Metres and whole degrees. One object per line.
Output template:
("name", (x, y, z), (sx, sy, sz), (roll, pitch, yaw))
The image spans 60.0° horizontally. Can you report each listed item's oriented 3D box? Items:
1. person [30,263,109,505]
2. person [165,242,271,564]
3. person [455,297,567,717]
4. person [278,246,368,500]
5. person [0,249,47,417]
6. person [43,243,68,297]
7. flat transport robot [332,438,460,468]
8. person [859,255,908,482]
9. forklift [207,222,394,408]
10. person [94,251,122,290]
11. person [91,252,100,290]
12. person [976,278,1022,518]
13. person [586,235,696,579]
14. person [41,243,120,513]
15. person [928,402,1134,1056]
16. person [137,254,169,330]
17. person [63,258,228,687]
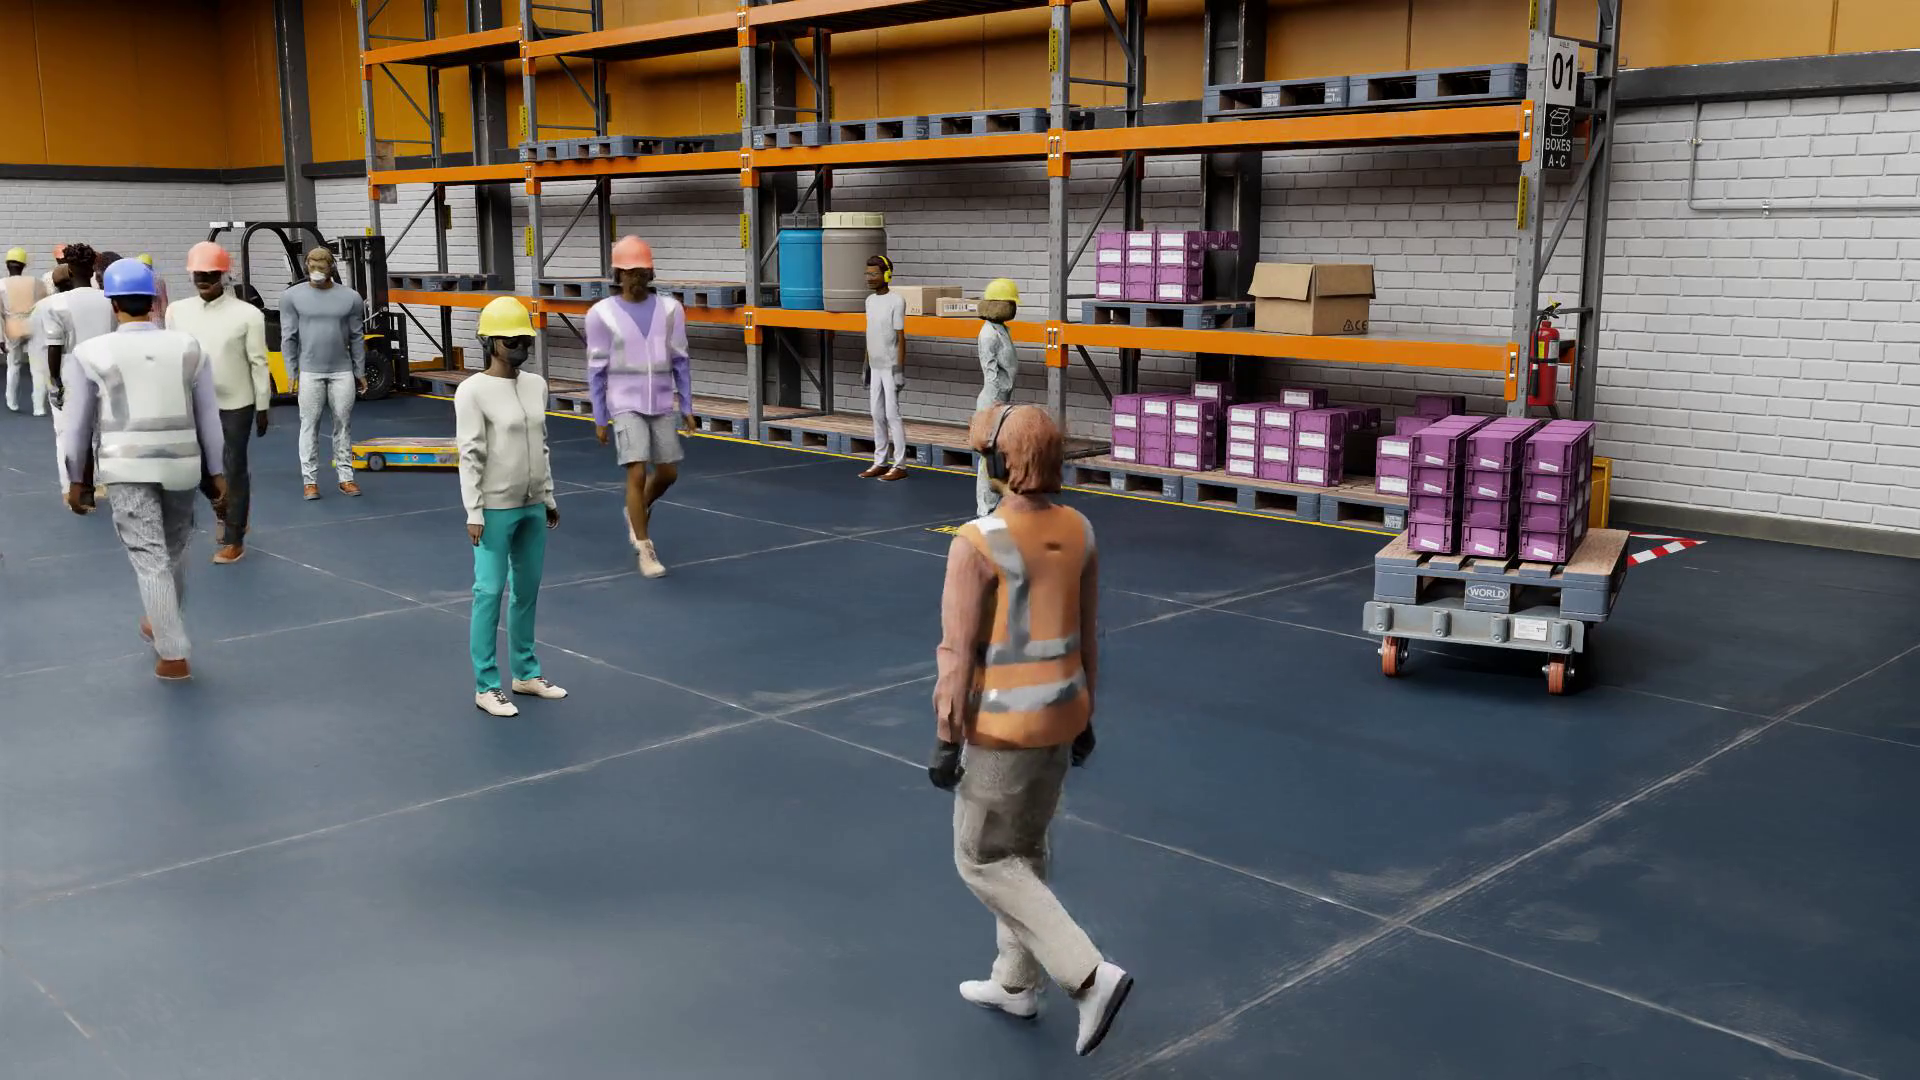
("person", (-6.623, -1.179, 12.593), (0.475, 1.816, 0.661), (7, 13, 34))
("person", (-4.609, -0.856, 10.367), (0.634, 1.983, 0.541), (0, 10, -1))
("person", (-1.900, -0.145, 7.084), (0.317, 1.767, 0.534), (5, 12, 26))
("person", (-4.892, -1.284, 12.837), (0.627, 1.936, 0.374), (-7, 12, -32))
("person", (-10.598, -2.336, 18.793), (0.579, 1.857, 0.989), (-7, 13, -35))
("person", (-11.484, -2.858, 21.467), (0.568, 1.913, 0.604), (-6, 12, -30))
("flat transport robot", (-4.654, -0.761, 14.522), (1.431, 0.197, 0.652), (1, 10, 5))
("person", (-0.632, -1.415, 13.765), (0.321, 1.861, 0.514), (-8, 13, -38))
("forklift", (-8.169, -2.758, 20.163), (2.313, 2.155, 1.214), (-10, 14, -44))
("person", (-6.708, -1.336, 13.250), (0.657, 1.893, 0.616), (-4, 11, -20))
("person", (-9.874, -2.392, 19.150), (0.619, 1.839, 0.430), (-9, 14, -41))
("person", (0.261, -0.863, 11.064), (0.295, 1.745, 0.486), (2, 11, 9))
("person", (-1.936, -0.814, 10.020), (0.621, 2.026, 0.777), (-6, 12, -31))
("person", (-6.370, -1.183, 12.199), (0.606, 1.966, 0.367), (-10, 15, -44))
("person", (0.207, 0.474, 4.098), (0.557, 1.619, 0.520), (9, 13, 39))
("person", (-11.092, -3.018, 22.755), (0.530, 1.768, 0.312), (-3, 11, -15))
("person", (-3.778, -0.321, 7.646), (0.644, 1.905, 0.937), (-10, 14, -44))
